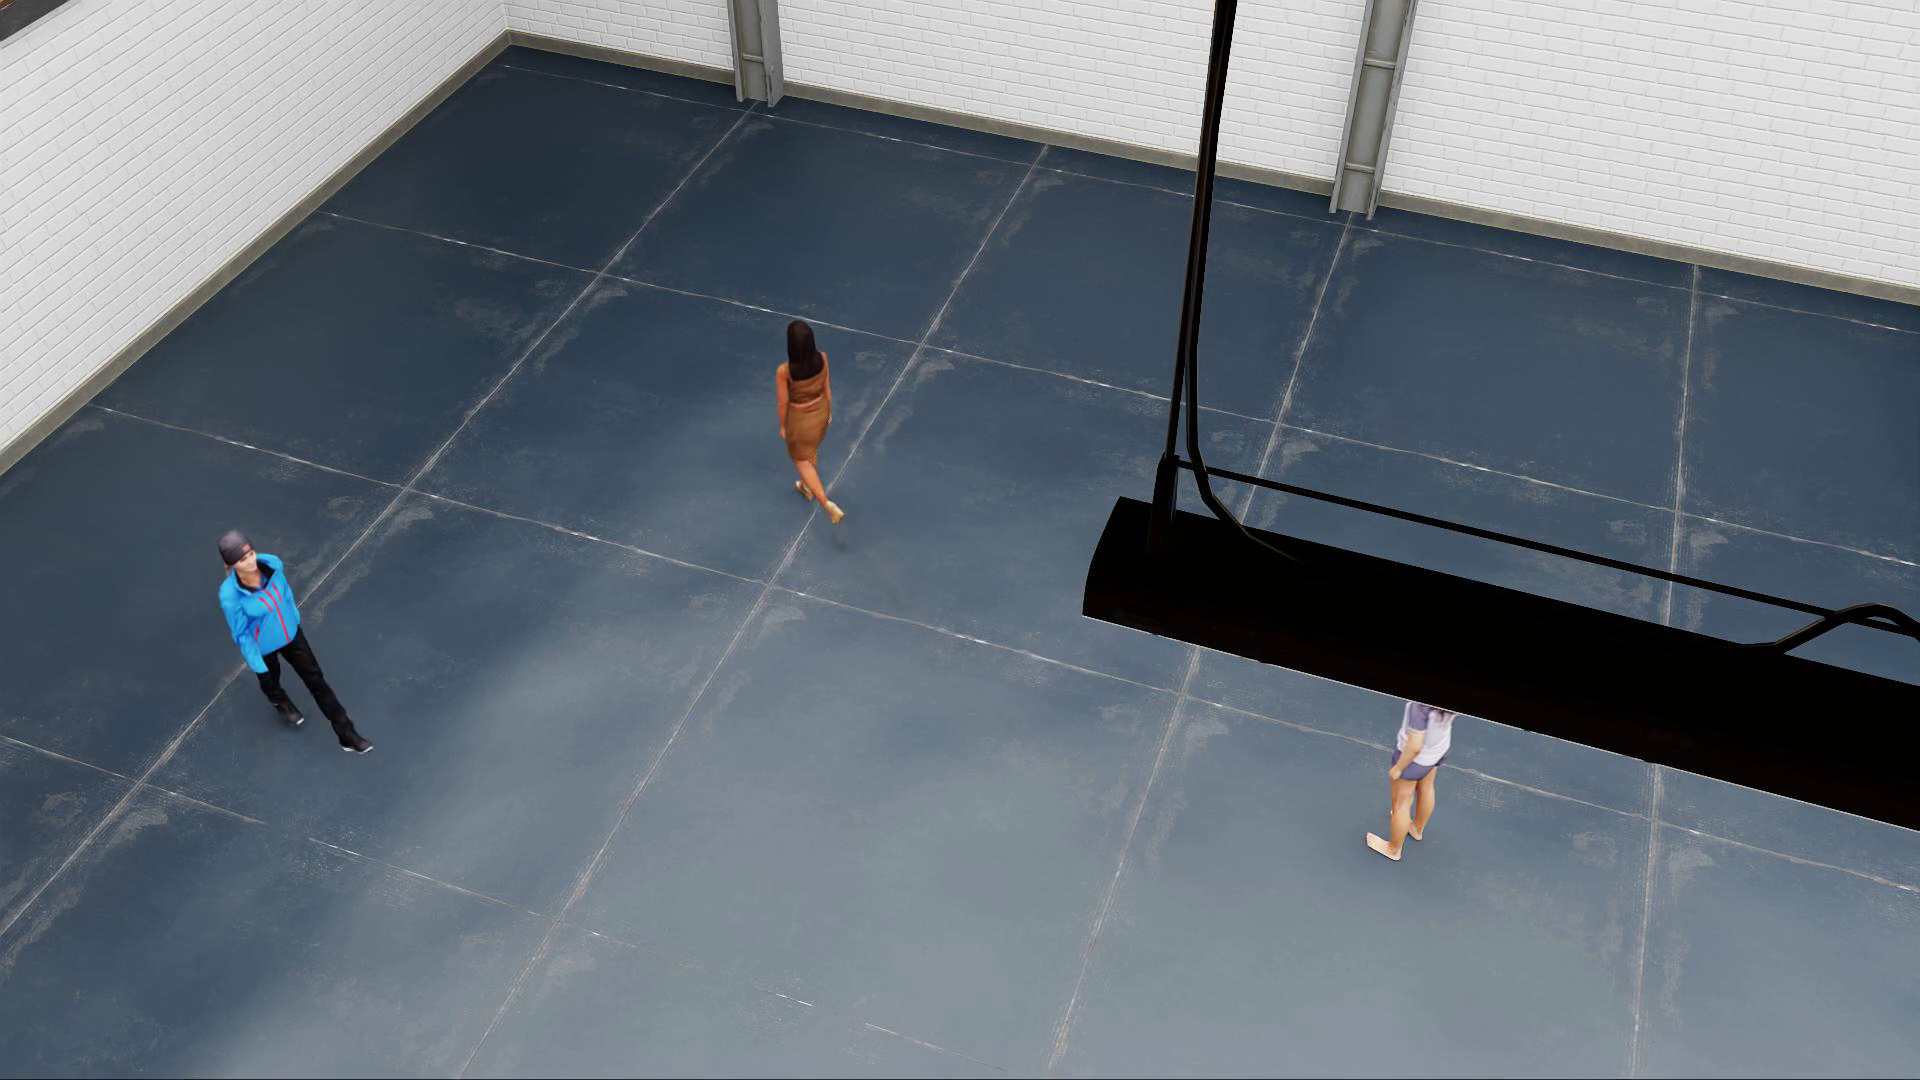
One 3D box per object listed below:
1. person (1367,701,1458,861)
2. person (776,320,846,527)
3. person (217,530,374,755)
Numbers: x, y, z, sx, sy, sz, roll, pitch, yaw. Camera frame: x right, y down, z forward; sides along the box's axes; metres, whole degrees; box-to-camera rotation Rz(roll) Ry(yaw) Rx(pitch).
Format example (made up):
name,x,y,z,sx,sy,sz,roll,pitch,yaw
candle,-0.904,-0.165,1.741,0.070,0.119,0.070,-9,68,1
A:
name,x,y,z,sx,sy,sz,roll,pitch,yaw
person,2.653,1.214,9.573,0.657,1.733,0.658,-30,51,-27
person,-1.047,-0.796,11.728,0.904,1.669,1.049,-26,49,-24
person,-4.279,0.597,10.210,1.221,1.746,0.844,26,49,25
